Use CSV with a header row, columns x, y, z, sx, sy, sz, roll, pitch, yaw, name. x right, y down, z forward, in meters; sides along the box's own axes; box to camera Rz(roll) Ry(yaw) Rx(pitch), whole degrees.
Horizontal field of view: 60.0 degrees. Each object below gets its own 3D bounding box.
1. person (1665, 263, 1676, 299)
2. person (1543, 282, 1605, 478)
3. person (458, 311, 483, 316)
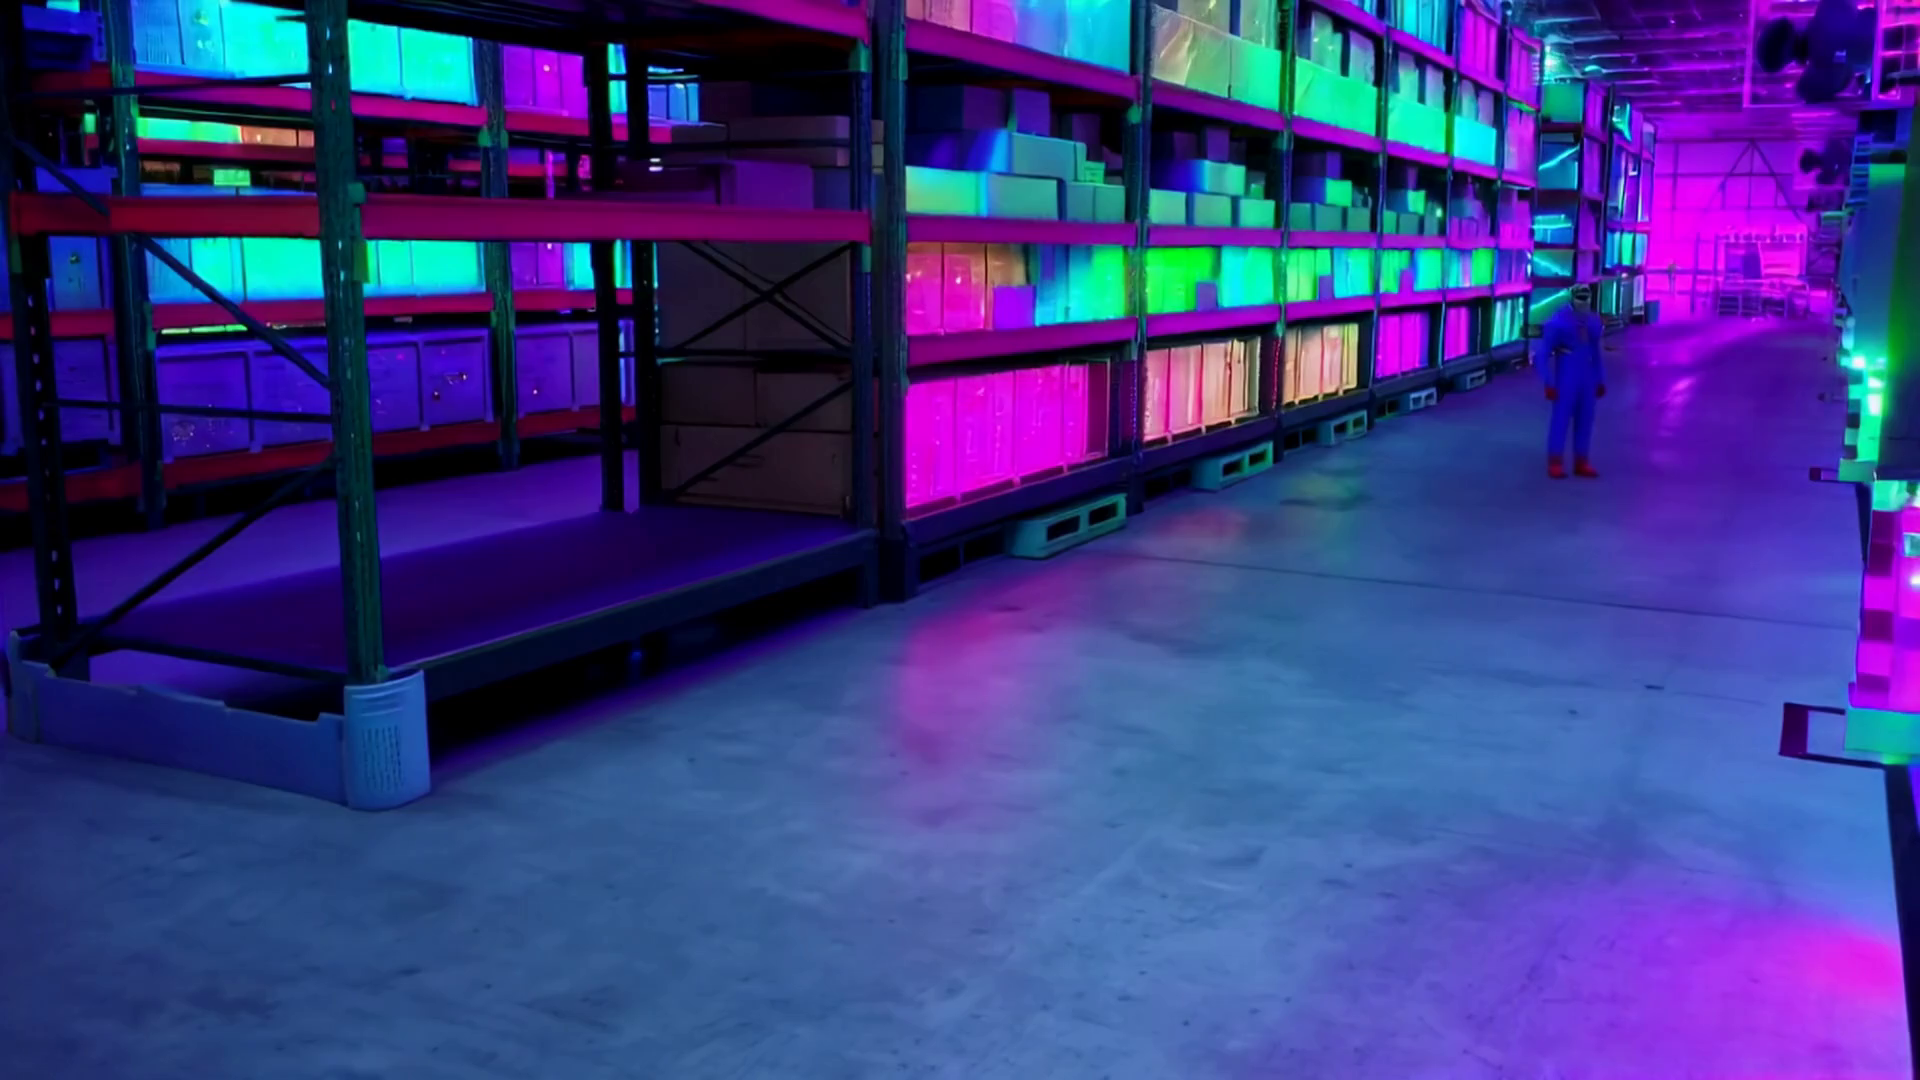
x,y,z,sx,sy,sz,roll,pitch,yaw,name
33.883,-12.333,79.206,0.538,1.687,0.320,-6,12,-32,person
5.966,-1.542,16.131,0.654,1.897,0.403,-3,10,-17,person
-6.503,-2.531,21.785,0.550,1.920,0.671,4,10,19,person
